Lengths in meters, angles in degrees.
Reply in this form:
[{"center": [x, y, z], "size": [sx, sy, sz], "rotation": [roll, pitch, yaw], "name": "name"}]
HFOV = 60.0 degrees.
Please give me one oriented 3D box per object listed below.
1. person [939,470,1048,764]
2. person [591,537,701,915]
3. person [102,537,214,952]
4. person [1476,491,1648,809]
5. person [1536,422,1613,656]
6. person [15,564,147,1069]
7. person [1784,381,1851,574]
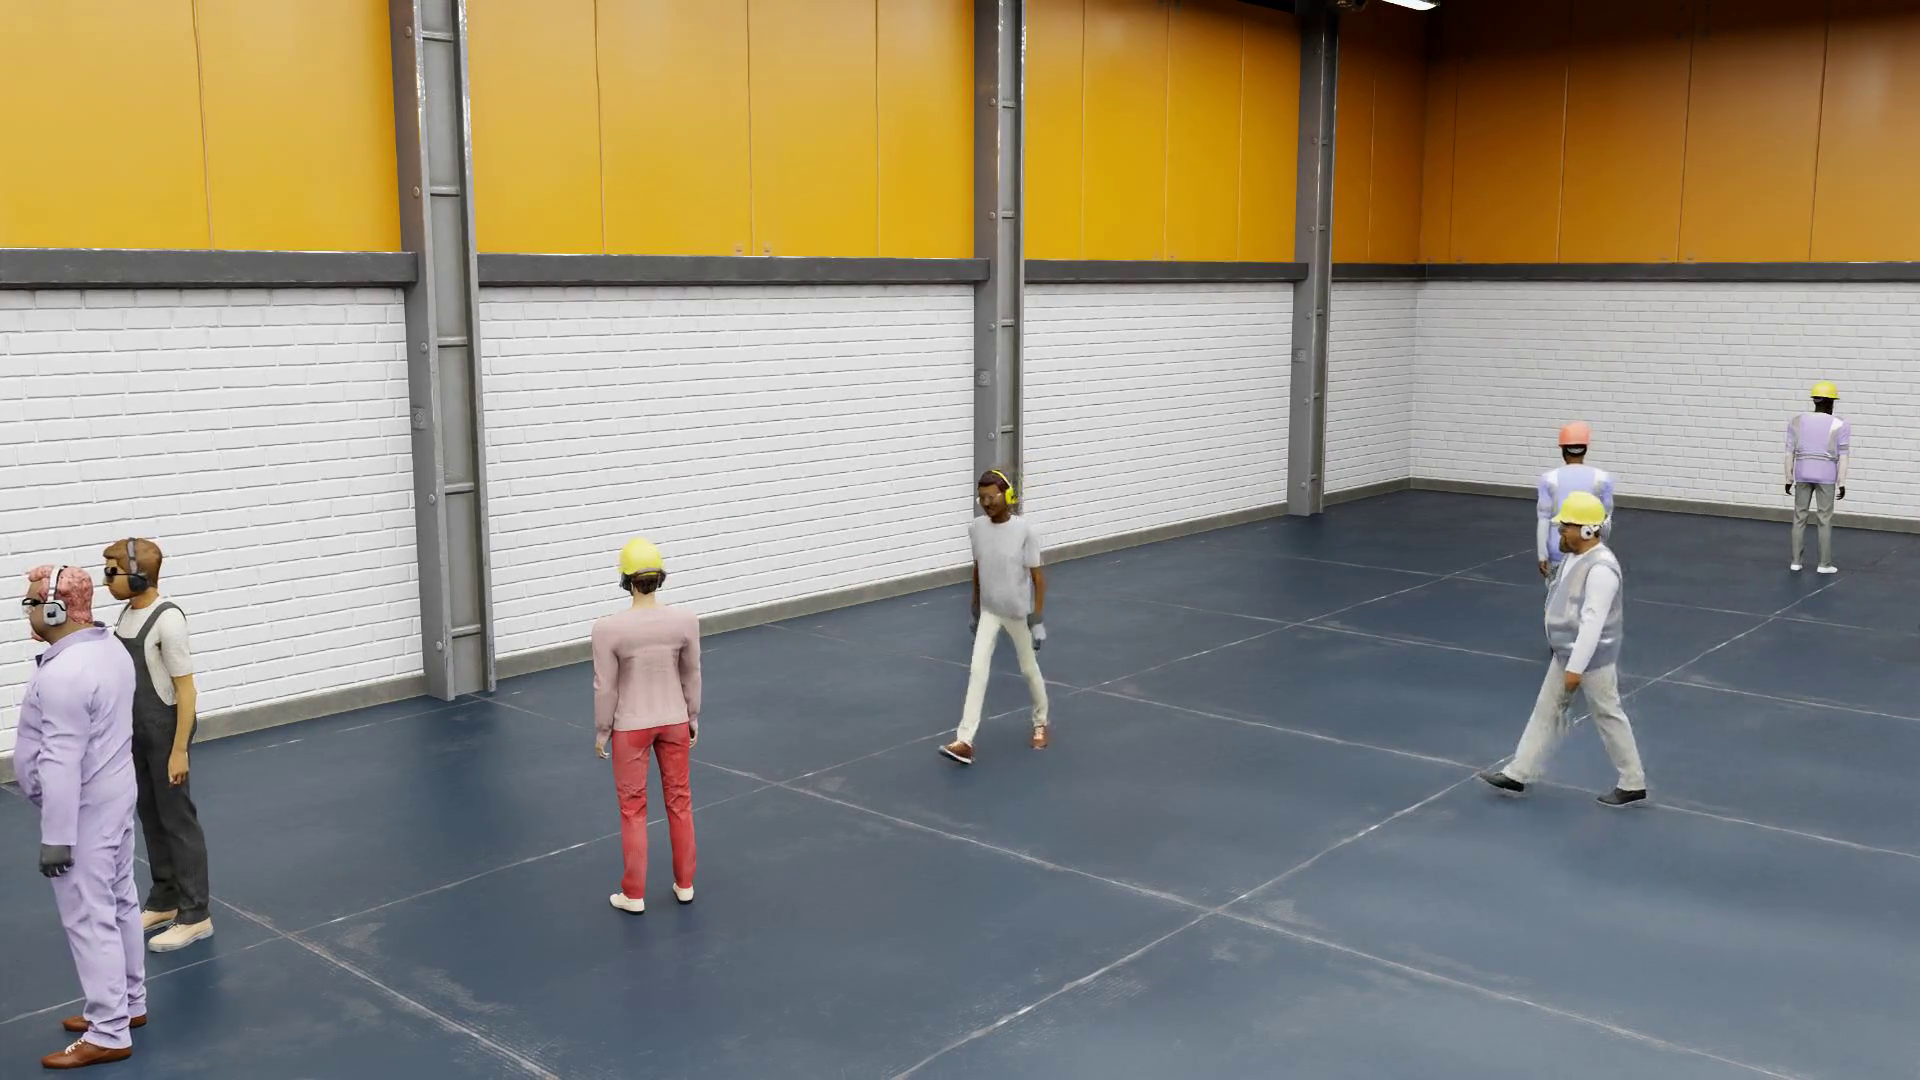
[{"center": [0.250, 0.468, 10.205], "size": [0.582, 1.792, 1.068], "rotation": [4, 10, 26], "name": "person"}, {"center": [-1.458, 0.866, 7.775], "size": [0.525, 1.772, 0.304], "rotation": [-5, 10, -30], "name": "person"}, {"center": [-3.569, 0.893, 7.372], "size": [0.514, 1.842, 0.328], "rotation": [7, 12, 38], "name": "person"}, {"center": [3.439, 0.619, 9.281], "size": [0.936, 1.784, 0.633], "rotation": [0, 9, 3], "name": "person"}, {"center": [4.618, 0.058, 12.541], "size": [0.541, 1.881, 1.030], "rotation": [3, 10, 20], "name": "person"}, {"center": [-3.356, 1.032, 6.340], "size": [0.401, 1.901, 0.646], "rotation": [-2, 9, -11], "name": "person"}, {"center": [8.556, -0.622, 16.629], "size": [0.589, 1.924, 0.383], "rotation": [8, 12, 42], "name": "person"}]
